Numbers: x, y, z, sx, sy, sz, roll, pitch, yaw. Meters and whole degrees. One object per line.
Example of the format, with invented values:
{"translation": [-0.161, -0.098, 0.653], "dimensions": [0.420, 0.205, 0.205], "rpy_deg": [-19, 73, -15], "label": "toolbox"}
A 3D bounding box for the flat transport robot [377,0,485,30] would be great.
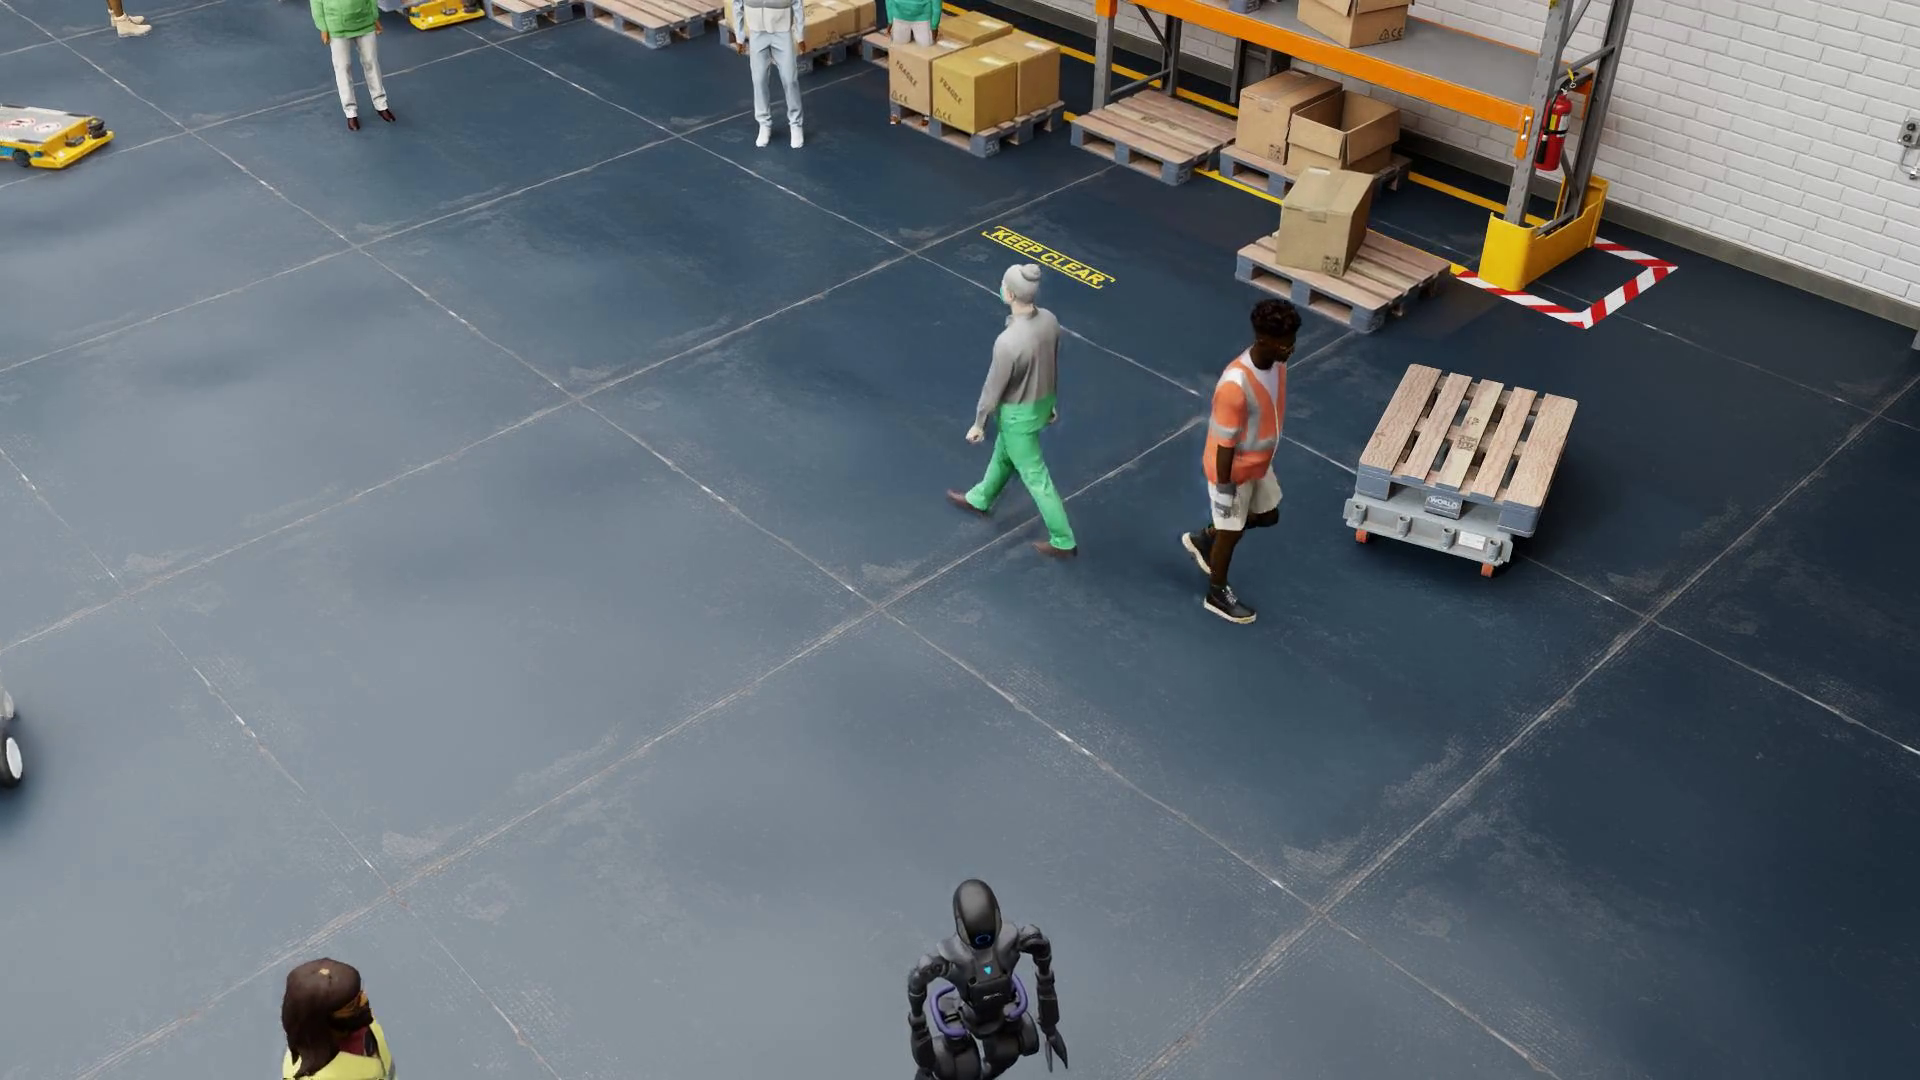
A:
{"translation": [-5.420, -5.498, 16.812], "dimensions": [0.659, 0.231, 1.431], "rpy_deg": [-25, 44, -29], "label": "flat transport robot"}

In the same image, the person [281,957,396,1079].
{"translation": [-1.994, 2.021, 5.623], "dimensions": [0.444, 1.756, 0.468], "rpy_deg": [-1, 37, -1], "label": "person"}

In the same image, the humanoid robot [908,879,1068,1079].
{"translation": [0.103, 1.803, 6.026], "dimensions": [0.592, 1.621, 0.817], "rpy_deg": [-12, 39, -15], "label": "humanoid robot"}

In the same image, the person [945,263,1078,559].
{"translation": [0.310, -0.739, 9.255], "dimensions": [0.969, 1.793, 0.528], "rpy_deg": [21, 42, 26], "label": "person"}

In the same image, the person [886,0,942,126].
{"translation": [-0.384, -4.432, 14.097], "dimensions": [0.496, 1.843, 0.404], "rpy_deg": [10, 38, 13], "label": "person"}

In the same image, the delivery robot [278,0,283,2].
{"translation": [-7.040, -5.917, 17.143], "dimensions": [0.499, 0.612, 0.789], "rpy_deg": [-24, 43, -29], "label": "delivery robot"}

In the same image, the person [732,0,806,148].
{"translation": [-1.571, -4.192, 13.729], "dimensions": [0.596, 1.906, 0.402], "rpy_deg": [2, 37, 3], "label": "person"}

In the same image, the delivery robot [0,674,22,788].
{"translation": [-4.899, 0.901, 8.117], "dimensions": [0.499, 0.612, 0.805], "rpy_deg": [-12, 39, -15], "label": "delivery robot"}

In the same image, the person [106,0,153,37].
{"translation": [-8.150, -5.840, 15.796], "dimensions": [0.388, 2.040, 0.613], "rpy_deg": [-21, 42, -25], "label": "person"}

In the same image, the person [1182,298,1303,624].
{"translation": [1.454, -0.419, 8.702], "dimensions": [0.488, 1.946, 0.616], "rpy_deg": [24, 43, 28], "label": "person"}

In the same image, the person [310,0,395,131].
{"translation": [-5.179, -4.387, 14.085], "dimensions": [0.550, 1.782, 0.384], "rpy_deg": [-22, 42, -27], "label": "person"}

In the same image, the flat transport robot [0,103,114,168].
{"translation": [-7.994, -3.429, 14.073], "dimensions": [1.431, 0.231, 0.659], "rpy_deg": [10, 38, 13], "label": "flat transport robot"}
